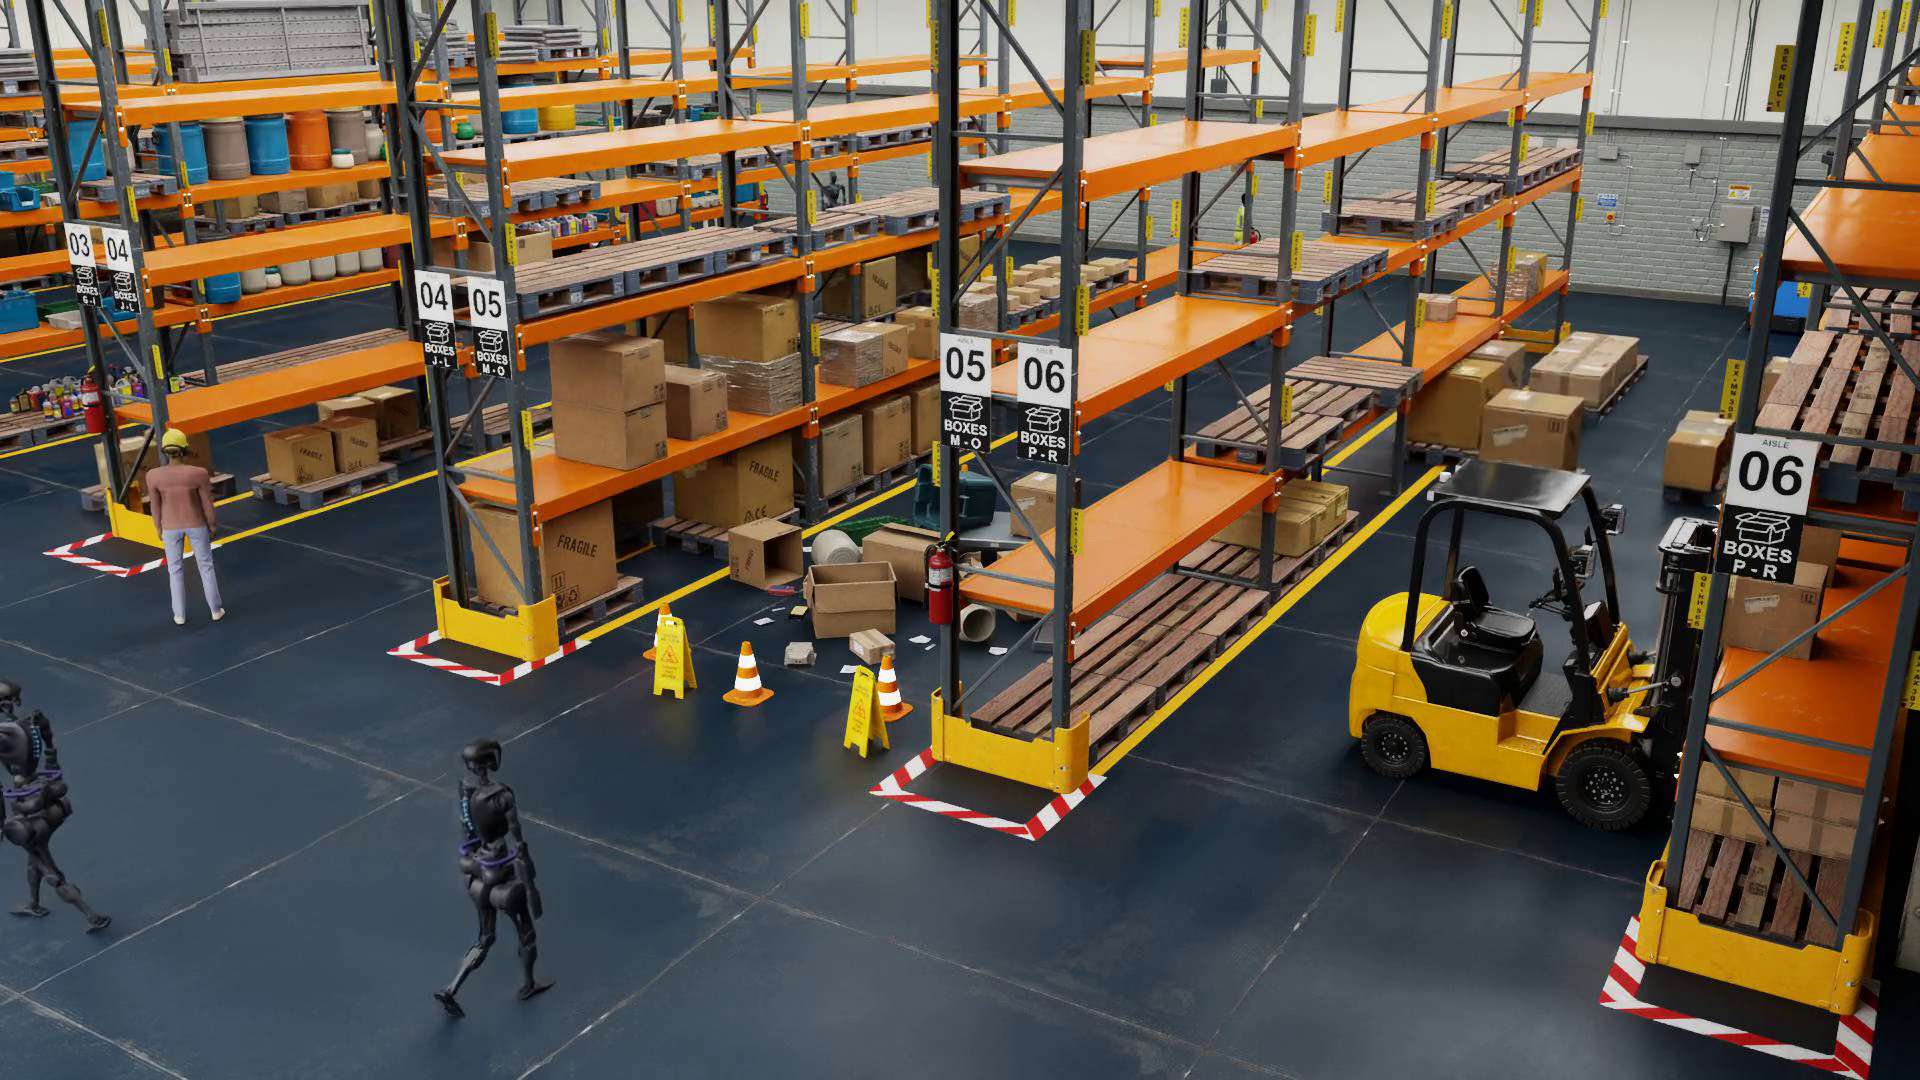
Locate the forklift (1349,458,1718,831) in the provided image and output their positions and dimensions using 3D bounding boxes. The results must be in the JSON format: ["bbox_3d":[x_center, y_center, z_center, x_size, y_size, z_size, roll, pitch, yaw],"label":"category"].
[{"bbox_3d":[3.988,0.658,11.776,2.313,2.155,1.214,11,22,29],"label":"forklift"}]

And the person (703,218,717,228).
[{"bbox_3d":[-5.241,-7.061,34.860,0.490,1.688,0.348,-6,20,-18],"label":"person"}]

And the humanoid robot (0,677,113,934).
[{"bbox_3d":[-5.509,1.600,9.936,0.781,1.641,0.596,4,19,10],"label":"humanoid robot"}]

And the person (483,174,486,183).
[{"bbox_3d":[-10.404,-7.744,36.661,0.328,1.800,0.535,13,23,32],"label":"person"}]

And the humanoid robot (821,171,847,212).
[{"bbox_3d":[-2.575,-6.695,33.869,0.609,1.629,0.683,-10,21,-27],"label":"humanoid robot"}]

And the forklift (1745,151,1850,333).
[{"bbox_3d":[13.620,-4.667,26.137,1.873,2.768,1.129,11,22,29],"label":"forklift"}]

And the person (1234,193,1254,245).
[{"bbox_3d":[5.184,-5.514,30.385,0.327,1.685,0.537,-2,19,-6],"label":"person"}]

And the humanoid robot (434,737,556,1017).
[{"bbox_3d":[-2.597,1.851,9.132,0.586,1.631,0.622,14,24,36],"label":"humanoid robot"}]

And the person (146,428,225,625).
[{"bbox_3d":[-6.840,-0.120,14.693,0.515,1.759,0.343,-7,20,-18],"label":"person"}]
